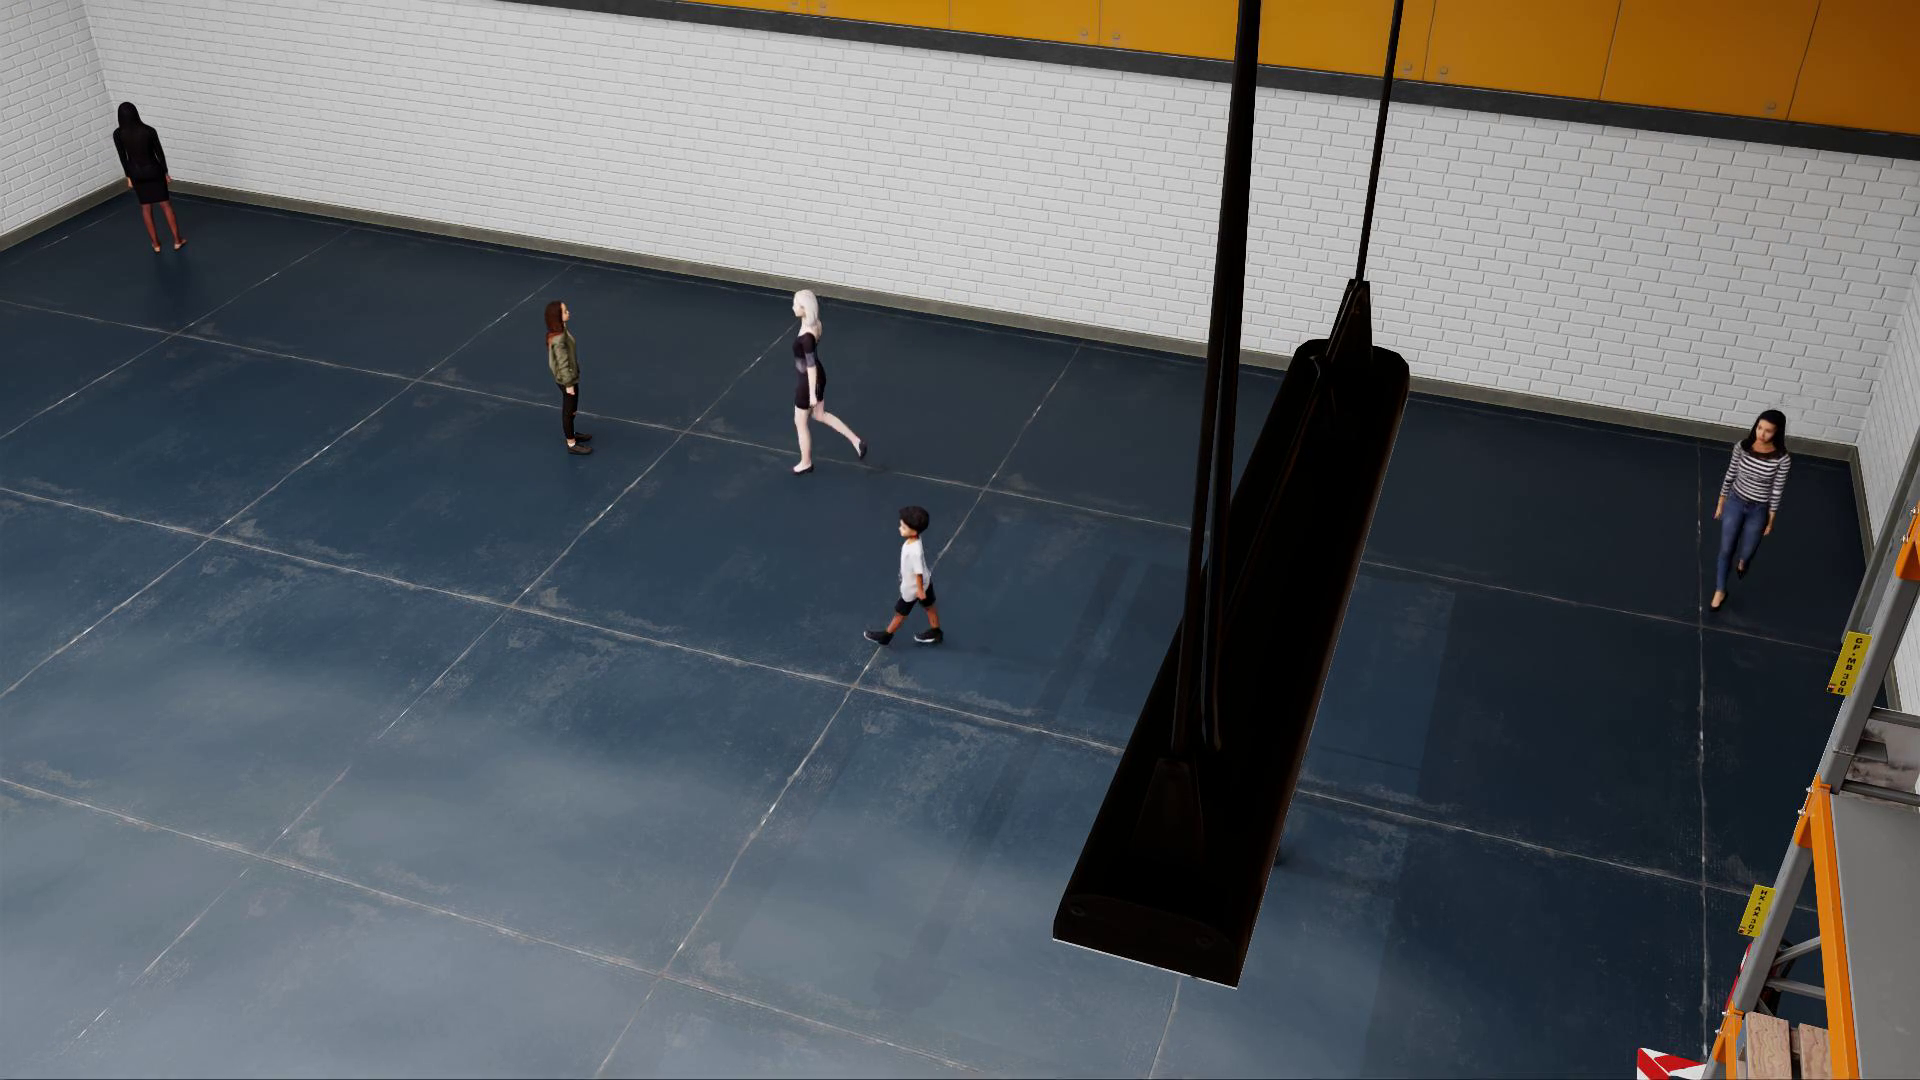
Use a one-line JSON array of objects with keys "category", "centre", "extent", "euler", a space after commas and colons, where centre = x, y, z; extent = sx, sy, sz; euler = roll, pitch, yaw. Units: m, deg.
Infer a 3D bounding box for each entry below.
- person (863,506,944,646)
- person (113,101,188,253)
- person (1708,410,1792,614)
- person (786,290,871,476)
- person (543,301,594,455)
[{"category": "person", "centre": [-0.272, 0.289, 12.628], "extent": [0.760, 1.232, 0.841], "euler": [-2, 34, -3]}, {"category": "person", "centre": [-9.206, -4.124, 18.827], "extent": [0.674, 1.720, 0.707], "euler": [-11, 35, -16]}, {"category": "person", "centre": [6.141, -0.237, 12.926], "extent": [0.743, 1.779, 0.861], "euler": [26, 41, 33]}, {"category": "person", "centre": [-1.201, -1.352, 14.575], "extent": [0.790, 1.812, 0.985], "euler": [3, 34, 5]}, {"category": "person", "centre": [-3.571, -1.488, 15.082], "extent": [0.717, 1.476, 0.613], "euler": [-7, 34, -10]}]
